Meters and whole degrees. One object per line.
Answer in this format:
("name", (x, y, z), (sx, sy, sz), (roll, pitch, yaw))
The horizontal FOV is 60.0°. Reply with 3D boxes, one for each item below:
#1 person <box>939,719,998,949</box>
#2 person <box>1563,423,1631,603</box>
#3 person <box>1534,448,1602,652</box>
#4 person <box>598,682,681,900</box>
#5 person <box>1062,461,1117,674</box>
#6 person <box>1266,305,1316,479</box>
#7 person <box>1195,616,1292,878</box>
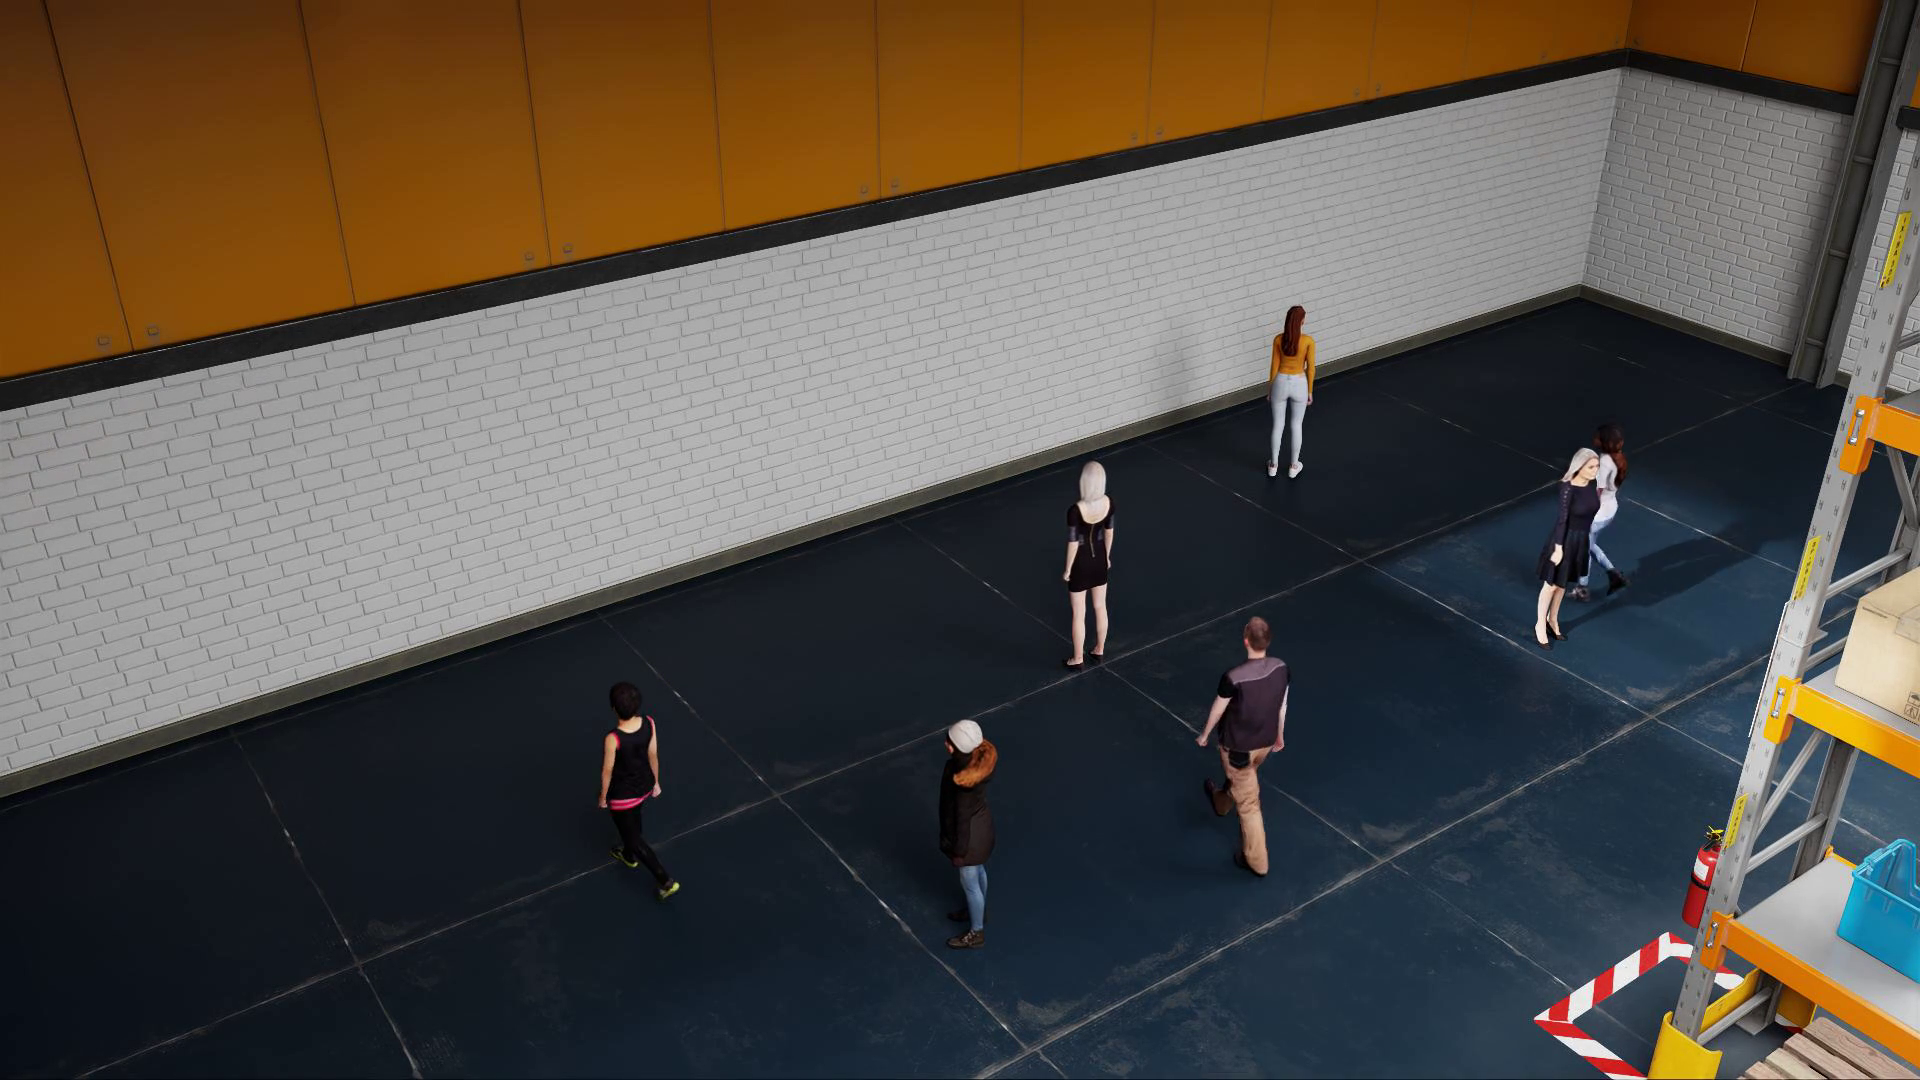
("person", (0.062, 1.798, 10.276), (0.781, 1.633, 0.710), (3, 29, 5))
("person", (5.391, -0.191, 13.844), (0.870, 1.708, 0.772), (19, 34, 31))
("person", (4.888, 0.056, 13.350), (0.589, 1.746, 0.550), (-19, 34, -31))
("person", (-2.077, 1.629, 10.698), (1.062, 1.525, 0.746), (20, 35, 32))
("person", (1.005, 0.203, 12.994), (0.595, 1.830, 0.524), (-15, 32, -26))
("person", (3.187, -1.443, 16.096), (0.663, 1.749, 0.736), (7, 29, 12))
("person", (1.926, 1.385, 10.869), (0.807, 1.791, 1.192), (-14, 32, -24))
